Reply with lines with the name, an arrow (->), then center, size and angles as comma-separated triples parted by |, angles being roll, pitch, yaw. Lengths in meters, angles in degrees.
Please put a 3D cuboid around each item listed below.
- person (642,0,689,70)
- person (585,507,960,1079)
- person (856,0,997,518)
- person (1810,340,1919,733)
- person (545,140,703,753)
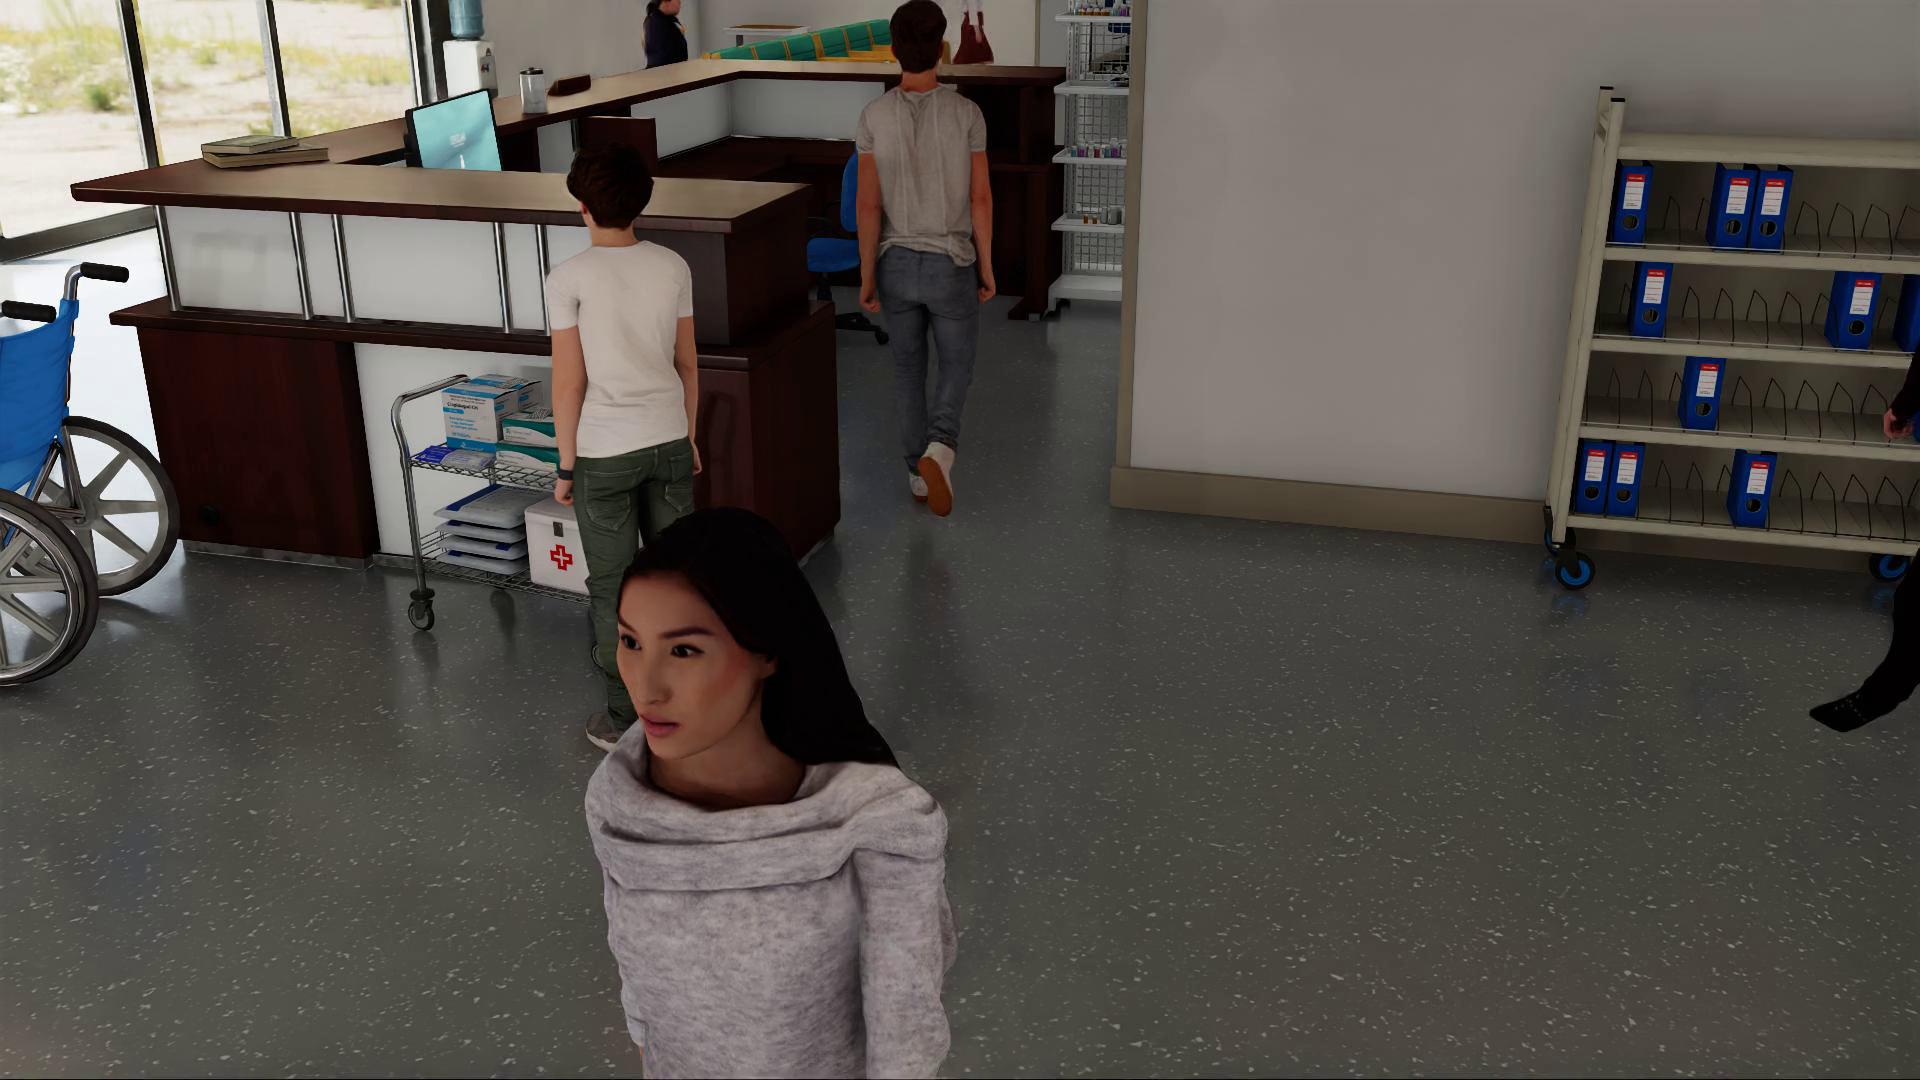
person -> -2.390, -3.518, 13.094 | 0.754, 1.666, 0.783 | 0, 21, -1
person -> -0.166, 0.712, 2.041 | 1.012, 1.584, 0.727 | 7, 22, 18
person -> -0.123, -0.977, 6.079 | 1.026, 1.882, 0.853 | 1, 21, 3
person -> 2.871, -0.264, 4.455 | 1.232, 1.699, 0.971 | -3, 21, -9
person -> -0.867, -0.219, 4.398 | 0.659, 1.655, 0.706 | -14, 25, -32
